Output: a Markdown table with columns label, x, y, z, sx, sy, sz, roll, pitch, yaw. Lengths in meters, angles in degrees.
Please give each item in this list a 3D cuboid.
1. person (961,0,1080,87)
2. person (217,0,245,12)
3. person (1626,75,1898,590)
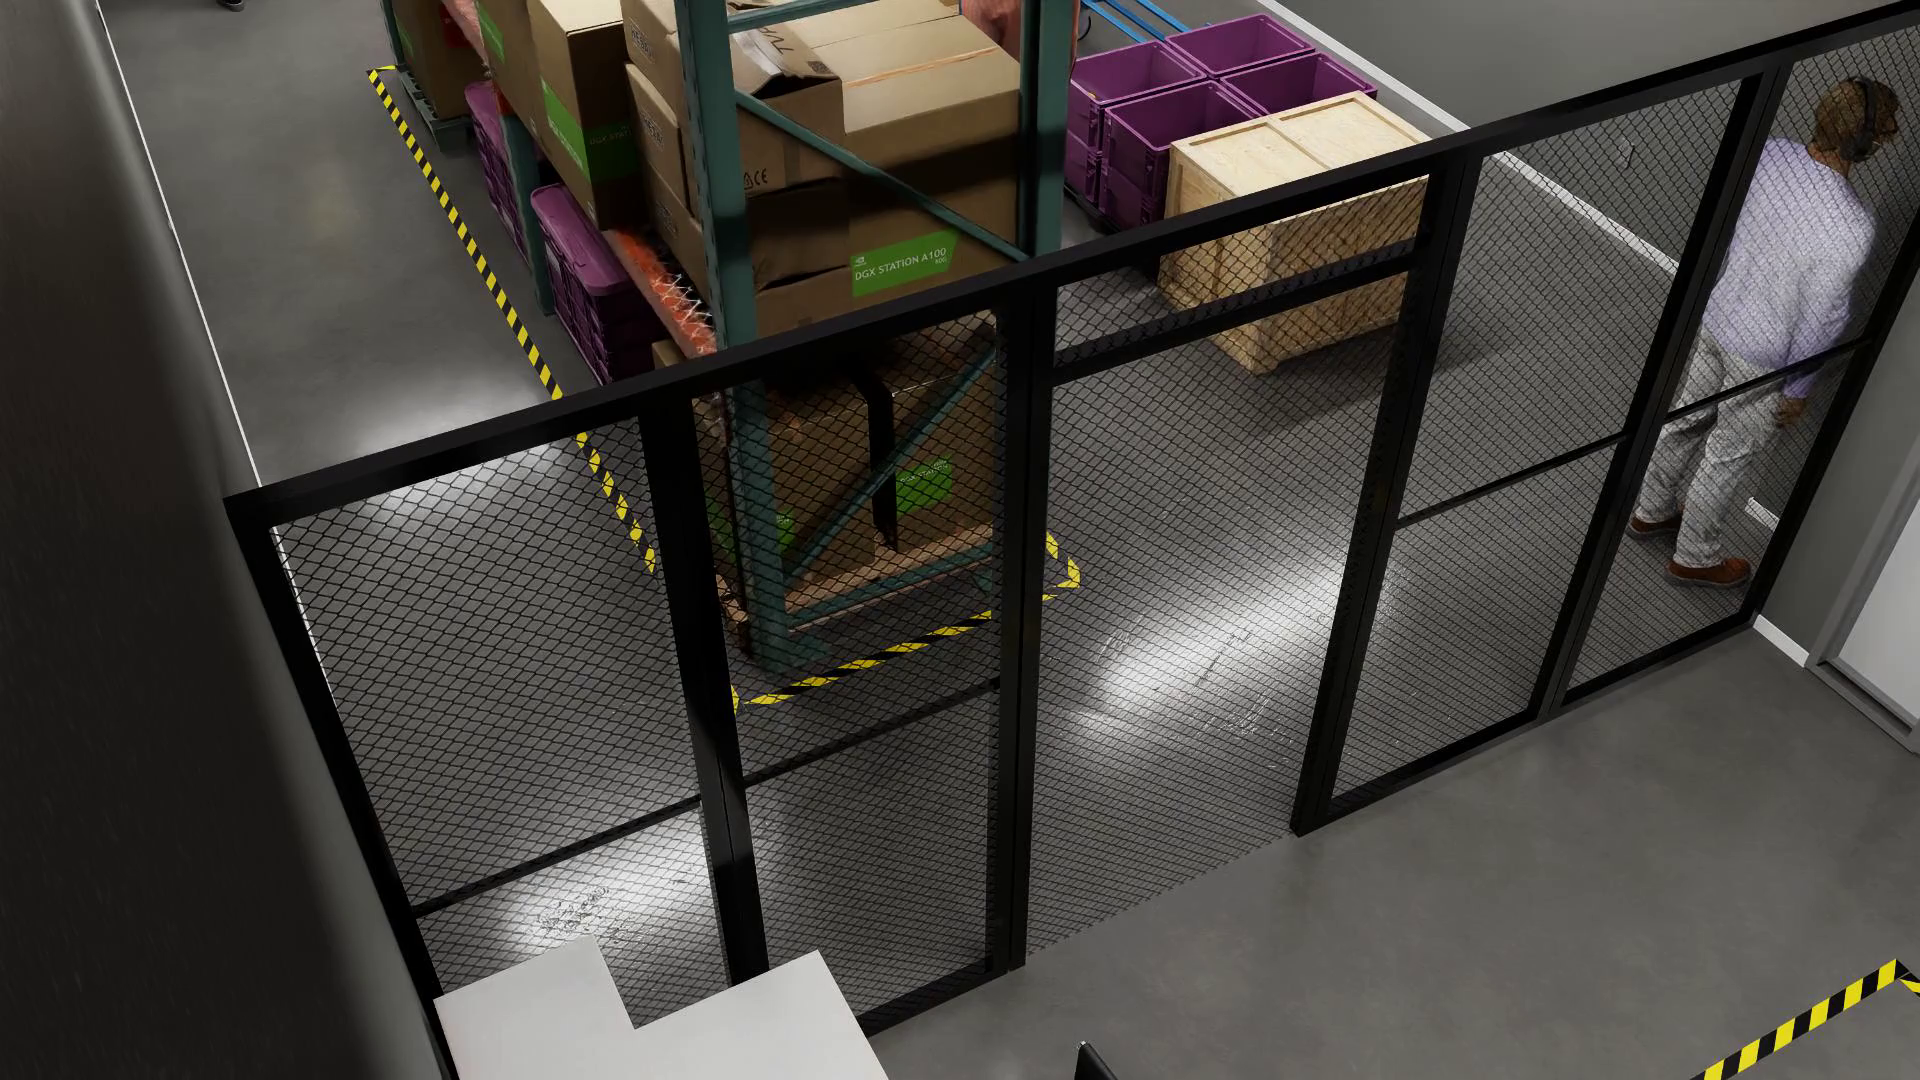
| label | x | y | z | sx | sy | sz | roll | pitch | yaw |
| --- | --- | --- | --- | --- | --- | --- | --- | --- | --- |
| person | 0.226 | -1.811 | 6.886 | 0.612 | 1.995 | 0.382 | -32 | 51 | -30 |
| person | -4.221 | -3.902 | 9.292 | 0.599 | 1.830 | 0.403 | -25 | 48 | -25 |
| person | 2.726 | -0.680 | 5.689 | 0.378 | 1.940 | 0.629 | -7 | 43 | -7 |
